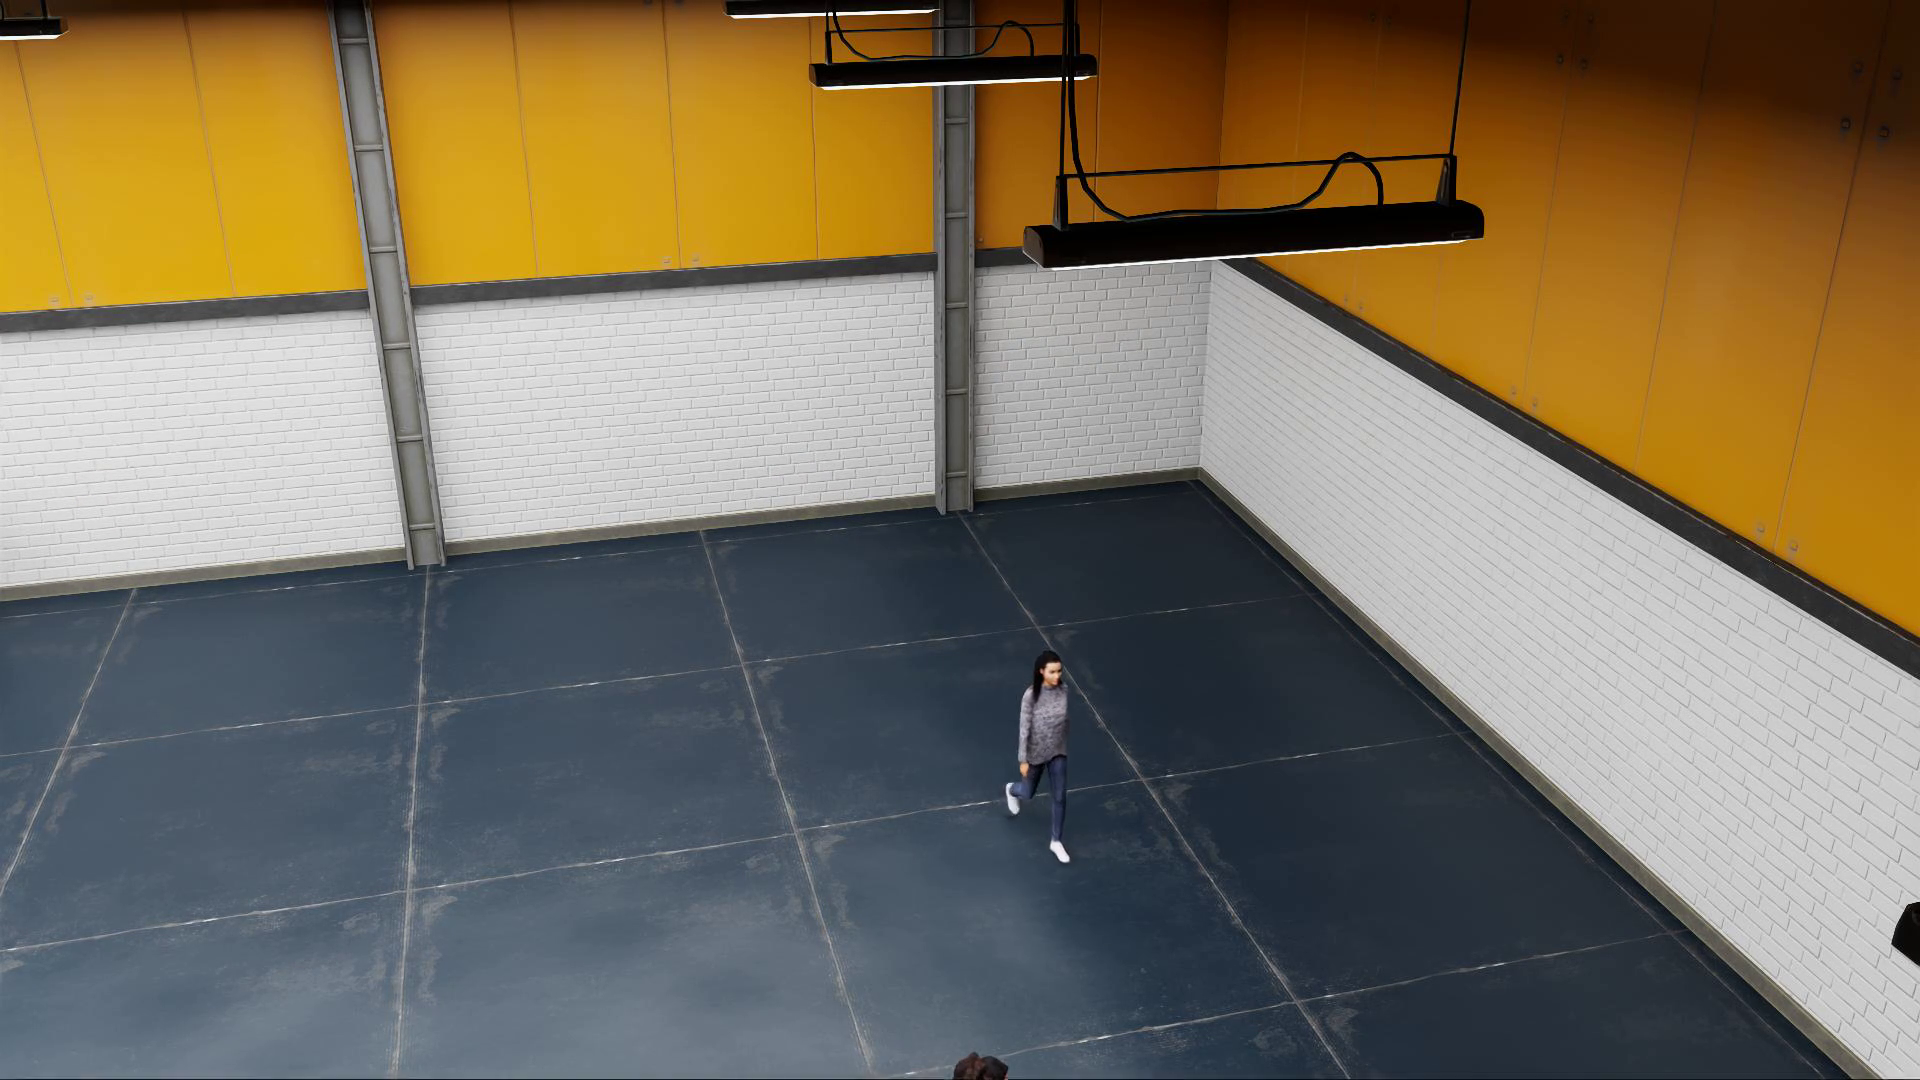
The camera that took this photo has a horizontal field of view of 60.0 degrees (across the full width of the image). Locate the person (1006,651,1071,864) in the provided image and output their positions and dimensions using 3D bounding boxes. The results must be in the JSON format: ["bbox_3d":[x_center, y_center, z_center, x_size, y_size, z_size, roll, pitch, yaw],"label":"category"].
[{"bbox_3d":[0.618,1.629,13.002,1.026,1.711,0.791,-11,26,-23],"label":"person"}]
